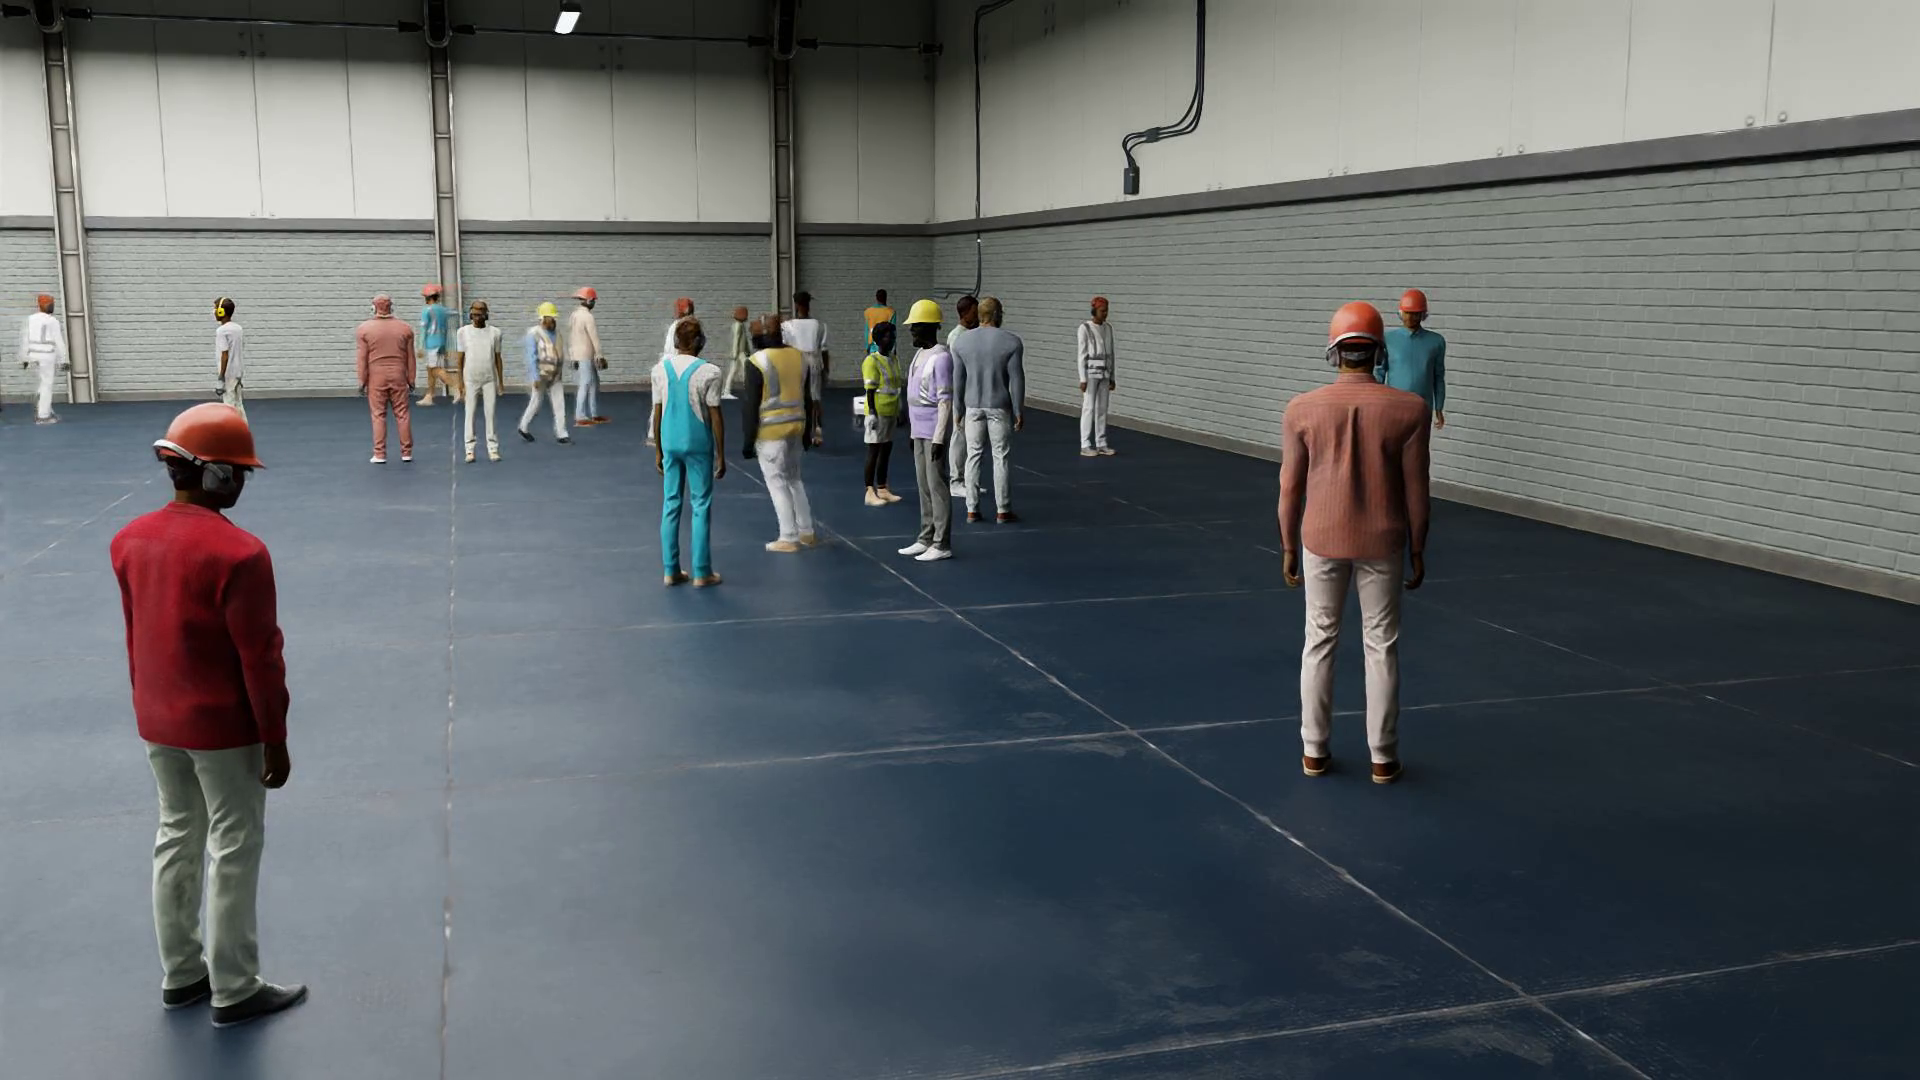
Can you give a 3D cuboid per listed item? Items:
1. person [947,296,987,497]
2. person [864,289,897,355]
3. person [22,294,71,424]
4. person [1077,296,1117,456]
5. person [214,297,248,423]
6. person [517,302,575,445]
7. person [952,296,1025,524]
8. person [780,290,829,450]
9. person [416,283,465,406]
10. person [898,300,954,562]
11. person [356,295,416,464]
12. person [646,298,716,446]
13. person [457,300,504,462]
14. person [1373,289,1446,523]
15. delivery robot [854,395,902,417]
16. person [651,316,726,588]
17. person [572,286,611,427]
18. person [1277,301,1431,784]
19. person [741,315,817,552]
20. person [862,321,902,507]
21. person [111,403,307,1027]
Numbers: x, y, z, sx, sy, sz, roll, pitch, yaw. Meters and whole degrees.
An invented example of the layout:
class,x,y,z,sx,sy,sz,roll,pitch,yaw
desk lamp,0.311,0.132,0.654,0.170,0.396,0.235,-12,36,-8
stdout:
class,x,y,z,sx,sy,sz,roll,pitch,yaw
person,0.046,-1.376,15.977,0.392,1.920,0.589,2,9,14
person,-1.369,-3.355,28.647,0.584,1.911,0.391,3,9,19
person,-13.203,-2.615,24.068,0.659,1.858,0.674,3,10,21
person,1.614,-1.922,19.598,0.579,1.879,0.370,-8,12,-42
person,-8.505,-1.880,19.348,0.328,1.872,0.512,0,9,0
person,-5.257,-2.088,20.920,0.850,1.802,0.600,6,11,34
person,0.245,-1.103,14.175,0.635,1.936,0.353,3,9,16
person,-1.868,-2.030,20.051,0.622,1.948,0.593,-3,9,-19
person,-8.523,-3.182,27.201,0.908,2.020,0.610,2,9,14
person,-0.237,-0.806,12.313,0.367,1.927,0.587,-4,10,-22
person,-6.494,-1.817,18.828,0.652,1.906,0.403,-6,11,-33
person,-3.470,-2.066,20.616,0.963,1.830,0.607,-3,10,-20
person,-5.458,-1.802,18.953,0.505,1.838,0.347,-4,10,-22
person,3.824,-1.130,14.168,0.626,1.991,0.380,0,9,2
delivery robot,-1.152,-1.896,23.328,0.707,0.478,0.477,7,11,38
person,-1.819,-0.585,11.211,0.512,1.835,0.359,2,9,15
person,-5.164,-2.583,23.511,0.734,1.976,0.629,-5,10,-28
person,1.629,0.014,6.901,0.617,1.990,0.396,3,9,19
person,-1.407,-0.800,12.655,0.438,1.815,0.671,6,11,35
person,-0.707,-1.162,15.313,0.317,1.695,0.540,4,10,26
person,-2.079,0.488,4.662,0.574,1.738,0.355,5,10,27
